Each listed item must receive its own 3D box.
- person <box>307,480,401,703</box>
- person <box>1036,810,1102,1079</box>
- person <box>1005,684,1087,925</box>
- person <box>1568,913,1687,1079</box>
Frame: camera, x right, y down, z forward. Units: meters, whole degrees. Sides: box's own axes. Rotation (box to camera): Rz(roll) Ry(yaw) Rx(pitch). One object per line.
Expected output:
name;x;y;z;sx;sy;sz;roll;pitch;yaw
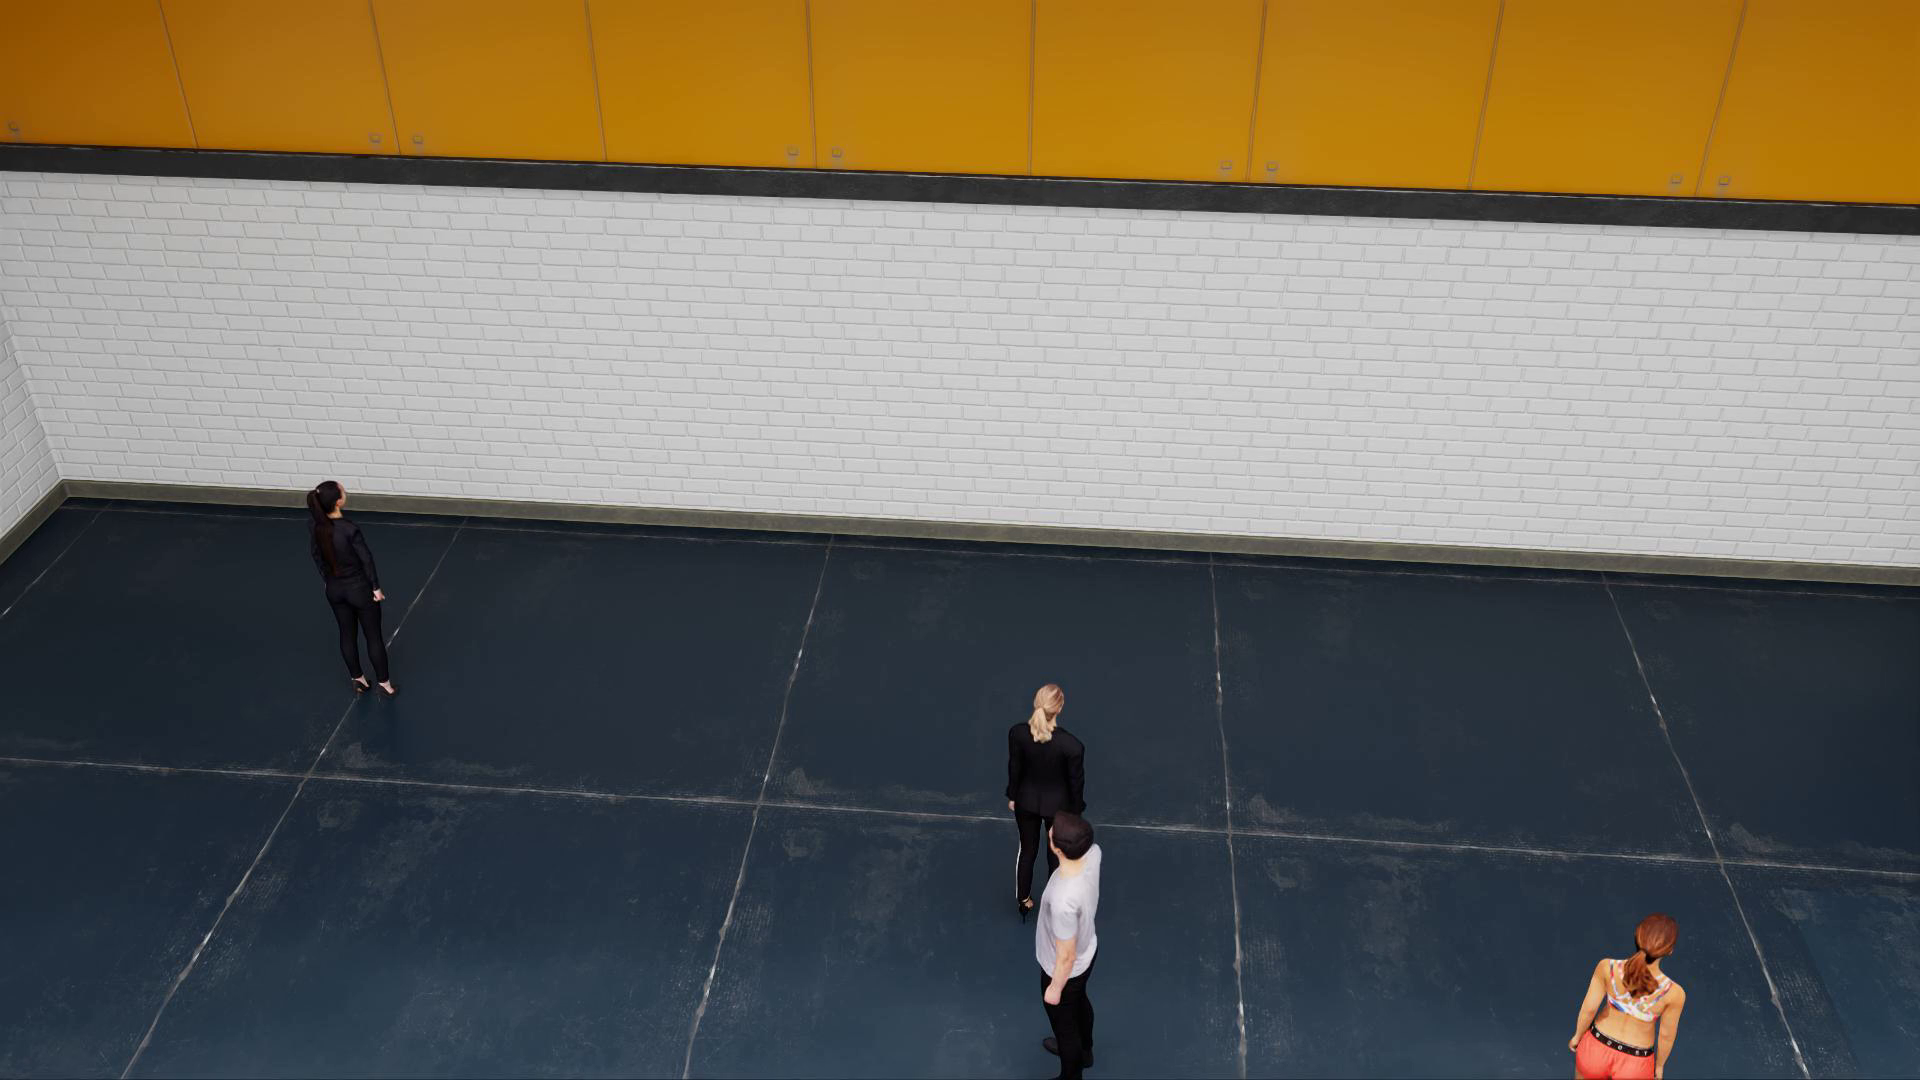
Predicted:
person;-4.086;0.341;11.170;0.619;1.711;0.552;10;35;14
person;0.554;2.104;8.380;0.777;1.864;0.568;11;35;16
person;0.472;1.512;9.413;0.674;1.706;0.619;11;35;16
person;3.119;2.461;7.910;0.666;1.789;0.670;19;38;26
